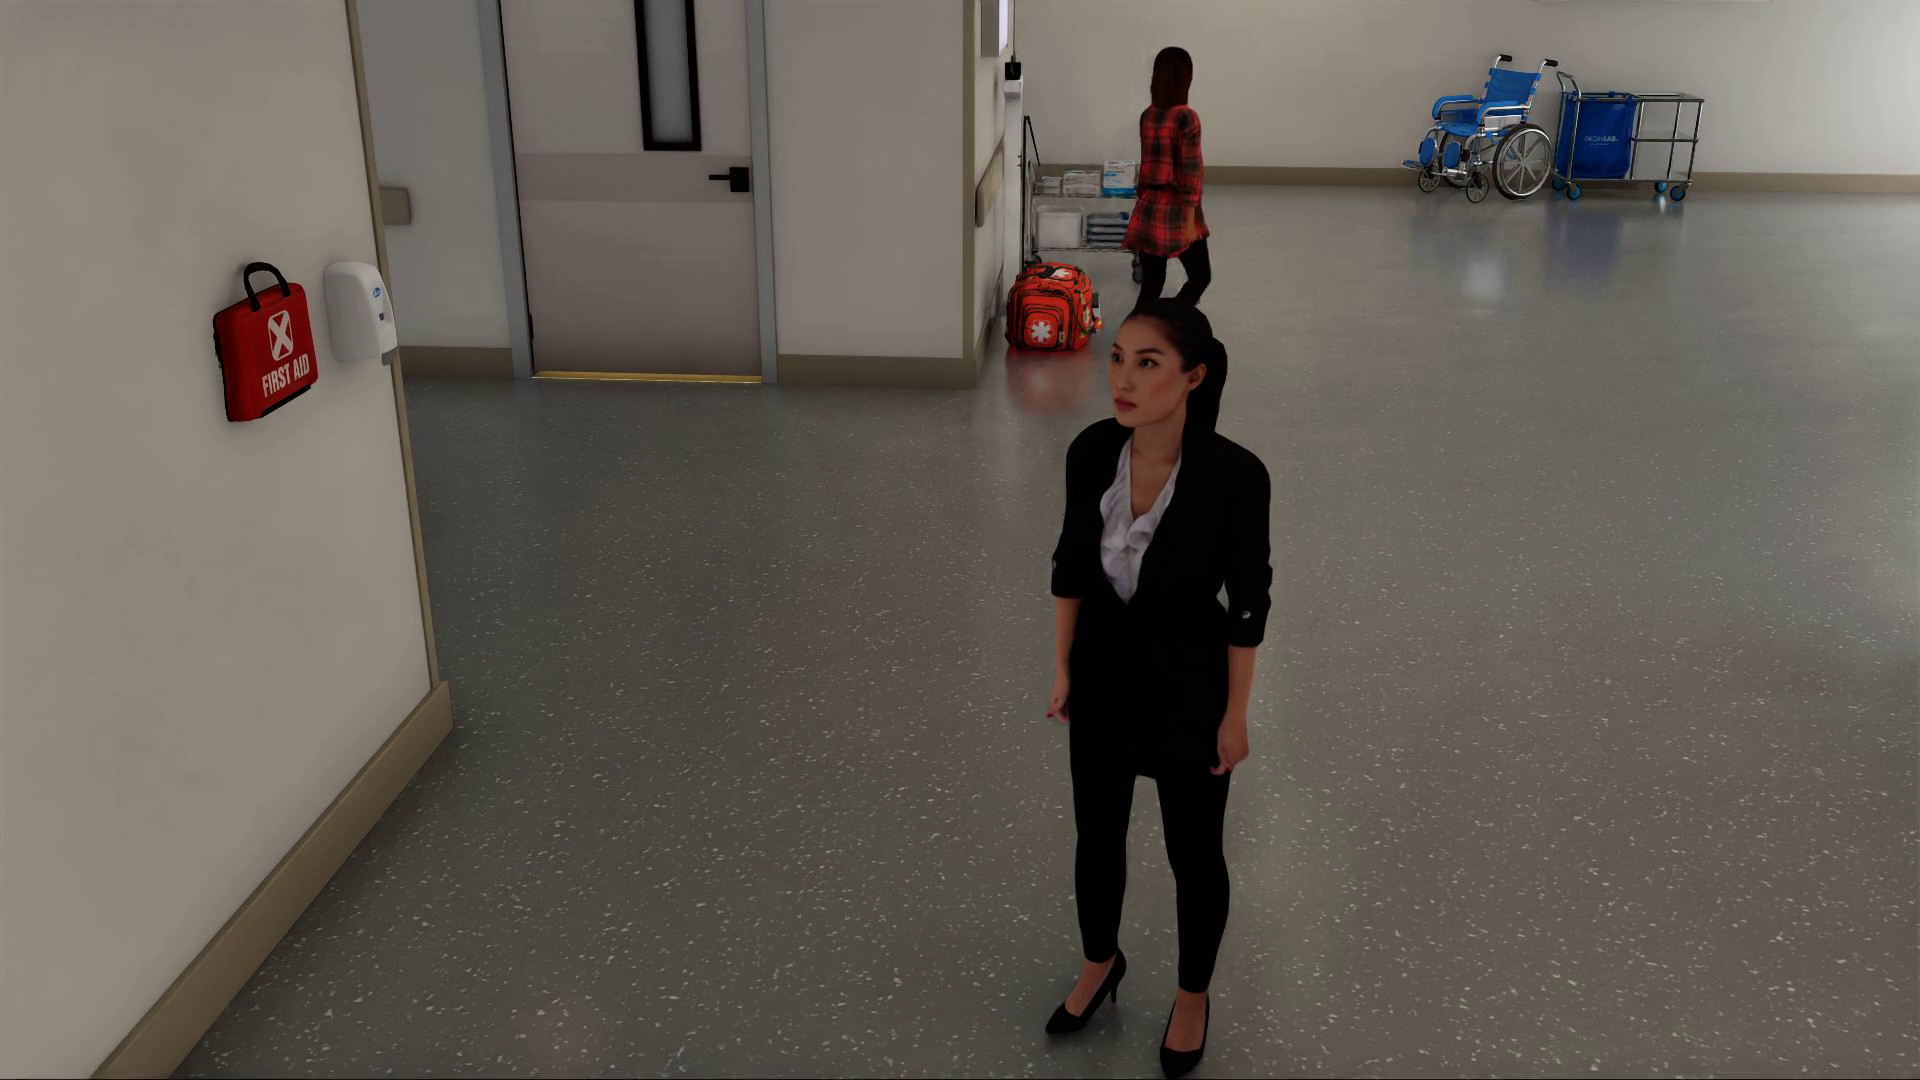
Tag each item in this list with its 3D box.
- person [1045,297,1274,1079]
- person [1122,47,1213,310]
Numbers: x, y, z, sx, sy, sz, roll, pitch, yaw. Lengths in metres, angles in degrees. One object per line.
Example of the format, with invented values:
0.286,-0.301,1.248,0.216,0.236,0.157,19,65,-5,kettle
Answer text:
0.400,0.321,3.381,0.687,1.660,0.695,13,24,31,person
0.990,-1.605,8.424,0.816,1.688,0.747,-14,25,-33,person
